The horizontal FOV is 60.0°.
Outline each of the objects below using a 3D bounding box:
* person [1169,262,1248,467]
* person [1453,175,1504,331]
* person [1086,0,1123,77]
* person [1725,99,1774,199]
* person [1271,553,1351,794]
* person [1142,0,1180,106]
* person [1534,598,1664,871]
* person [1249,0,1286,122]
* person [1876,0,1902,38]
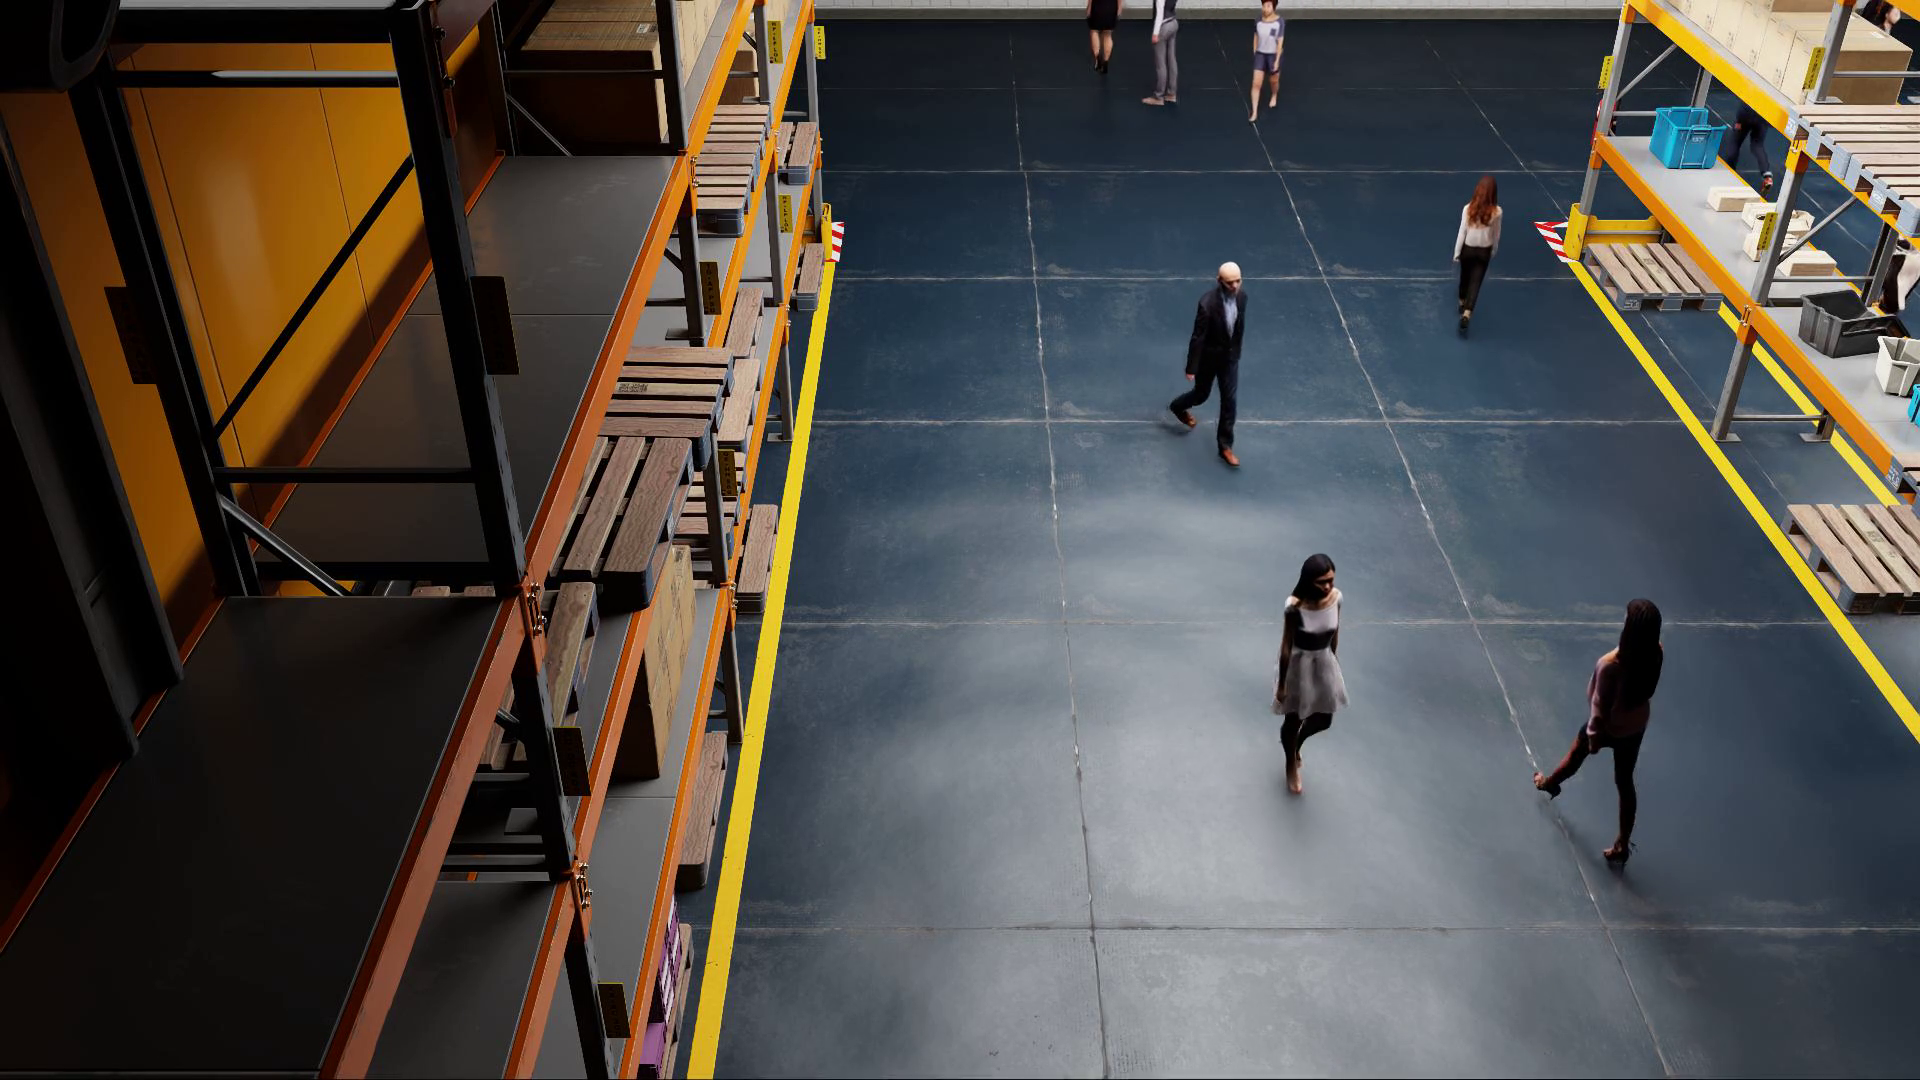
[{"bbox_3d":[2.090,-1.541,13.863,1.099,1.760,1.301,-17,37,-24],"label":"person"},{"bbox_3d":[4.939,-2.721,15.907,0.769,1.461,1.054,12,35,17],"label":"person"},{"bbox_3d":[1.944,-7.013,22.149,0.717,1.702,0.687,-6,34,-9],"label":"person"},{"bbox_3d":[8.925,-4.686,18.562,0.851,1.795,1.158,-6,34,-9],"label":"person"},{"bbox_3d":[2.098,0.799,10.338,0.734,1.764,0.789,-9,35,-13],"label":"person"},{"bbox_3d":[2.639,-6.544,21.222,0.826,1.945,0.738,22,39,29],"label":"person"},{"bbox_3d":[3.918,1.179,9.764,0.868,1.767,1.157,-10,35,-15],"label":"person"},{"bbox_3d":[3.898,-6.092,20.920,0.821,1.528,1.086,13,36,18],"label":"person"},{"bbox_3d":[10.909,-5.632,20.089,0.848,1.681,1.119,-14,36,-19],"label":"person"}]
